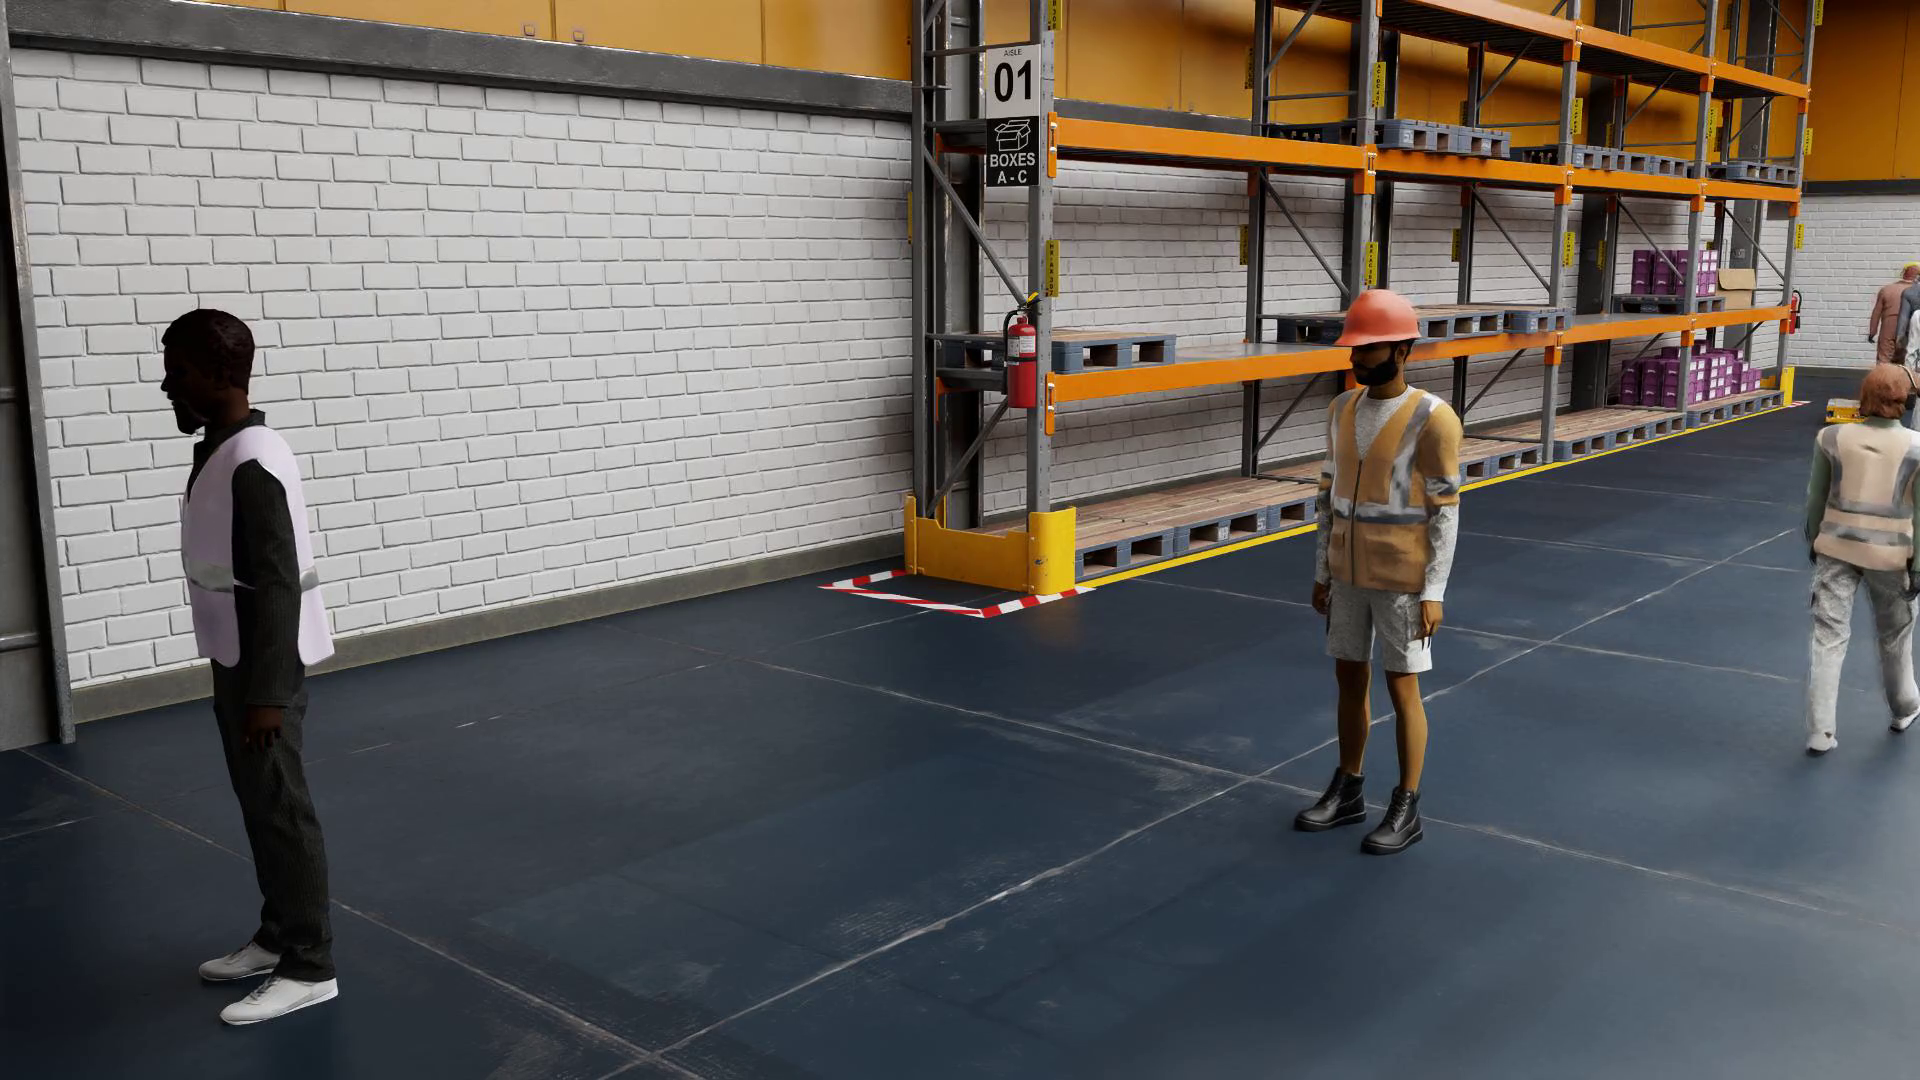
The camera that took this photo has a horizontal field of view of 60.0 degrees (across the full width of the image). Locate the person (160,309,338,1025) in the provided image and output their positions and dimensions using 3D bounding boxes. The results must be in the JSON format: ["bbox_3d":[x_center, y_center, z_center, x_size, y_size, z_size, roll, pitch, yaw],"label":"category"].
[{"bbox_3d":[-1.911,0.336,4.520,0.374,1.915,0.597,-6,12,-31],"label":"person"}]

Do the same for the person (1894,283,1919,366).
[{"bbox_3d":[12.699,-2.695,21.930,0.647,1.893,0.987,5,11,25],"label":"person"}]

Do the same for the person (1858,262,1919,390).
[{"bbox_3d":[13.227,-2.941,23.324,0.835,1.875,0.595,3,10,15],"label":"person"}]

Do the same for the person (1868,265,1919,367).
[{"bbox_3d":[12.676,-2.781,22.484,0.705,1.859,0.892,6,12,32],"label":"person"}]

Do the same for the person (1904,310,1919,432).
[{"bbox_3d":[8.150,-1.277,13.805,0.574,1.883,0.355,5,11,26],"label":"person"}]

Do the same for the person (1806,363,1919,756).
[{"bbox_3d":[3.783,0.073,6.914,0.525,1.612,0.726,9,13,41],"label":"person"}]

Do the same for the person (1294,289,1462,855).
[{"bbox_3d":[1.425,0.114,5.726,0.373,1.934,0.552,-8,12,-37],"label":"person"}]

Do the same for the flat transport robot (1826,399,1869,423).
[{"bbox_3d":[10.722,-1.534,19.852,0.652,0.197,1.431,5,11,28],"label":"flat transport robot"}]
